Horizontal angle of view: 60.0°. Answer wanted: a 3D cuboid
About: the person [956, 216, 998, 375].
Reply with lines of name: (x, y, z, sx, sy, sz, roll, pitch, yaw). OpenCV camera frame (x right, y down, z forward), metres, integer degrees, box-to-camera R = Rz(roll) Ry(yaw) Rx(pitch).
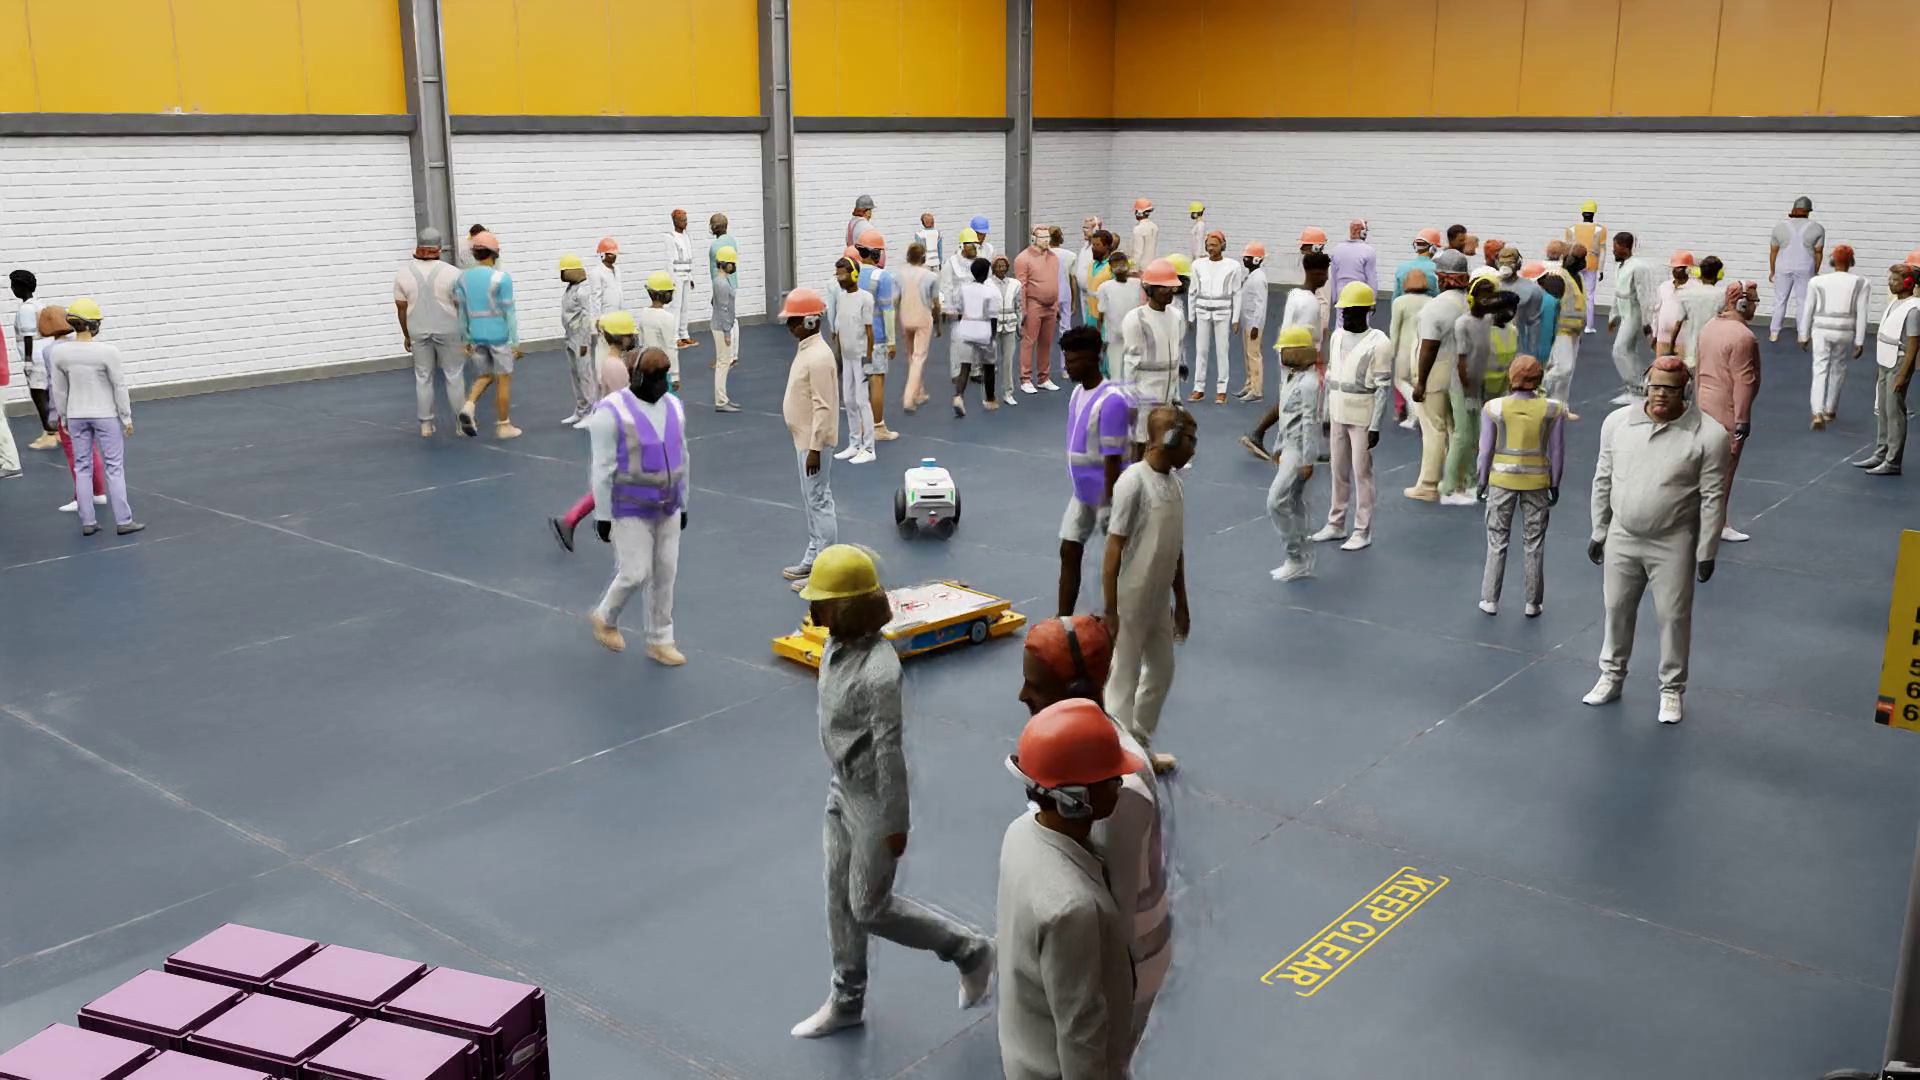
person: (0.219, -2.975, 20.283, 0.612, 1.936, 0.421, -13, 19, -41)

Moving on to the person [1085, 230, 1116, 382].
person: (1.536, -2.358, 17.847, 0.393, 1.920, 0.591, -8, 16, -28)

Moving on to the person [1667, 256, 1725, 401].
person: (6.826, -1.652, 15.194, 0.773, 1.842, 0.535, 11, 18, 38)

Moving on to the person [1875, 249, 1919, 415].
person: (9.912, -2.162, 17.408, 0.575, 1.746, 0.342, -7, 16, -27)

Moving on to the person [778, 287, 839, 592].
person: (-0.981, -0.660, 10.904, 0.380, 1.995, 0.608, -3, 14, -13)

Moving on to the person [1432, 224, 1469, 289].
person: (5.612, -2.652, 19.050, 0.600, 1.910, 0.461, -10, 17, -36)

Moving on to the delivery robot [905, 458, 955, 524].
delivery robot: (-0.230, -0.370, 12.475, 0.477, 0.478, 0.707, -1, 14, -5)

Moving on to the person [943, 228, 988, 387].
person: (0.091, -2.717, 19.445, 0.590, 1.837, 0.404, -8, 16, -29)

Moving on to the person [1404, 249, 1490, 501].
person: (3.914, -1.343, 13.540, 0.678, 2.000, 0.537, -9, 16, -31)

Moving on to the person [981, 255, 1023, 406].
person: (0.432, -2.276, 18.081, 0.525, 1.639, 0.307, -4, 15, -16)

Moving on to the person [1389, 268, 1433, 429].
person: (4.534, -1.877, 16.509, 0.524, 1.619, 0.511, -4, 15, -15)

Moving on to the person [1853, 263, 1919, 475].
person: (8.166, -1.486, 14.502, 0.380, 1.846, 0.570, 3, 14, 11)

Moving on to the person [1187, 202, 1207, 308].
person: (3.931, -4.723, 27.627, 0.339, 1.761, 0.524, 1, 14, 4)

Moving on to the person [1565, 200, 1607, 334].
person: (9.135, -3.991, 24.348, 0.584, 1.928, 0.374, 8, 16, 29)

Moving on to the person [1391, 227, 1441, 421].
person: (4.718, -2.190, 17.026, 0.402, 1.987, 0.622, -13, 19, -41)

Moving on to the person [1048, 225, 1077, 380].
person: (1.142, -2.832, 19.913, 0.501, 1.840, 0.349, 0, 14, -1)

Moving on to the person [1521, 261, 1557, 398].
person: (5.452, -1.782, 15.896, 0.348, 1.739, 0.572, 11, 18, 38)

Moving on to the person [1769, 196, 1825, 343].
person: (11.743, -3.809, 23.394, 0.682, 2.000, 0.536, 8, 16, 30)

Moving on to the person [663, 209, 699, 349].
person: (-3.826, -3.577, 22.787, 0.340, 1.882, 0.586, 5, 15, 20)

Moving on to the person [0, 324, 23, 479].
person: (-8.433, -1.407, 14.412, 0.353, 1.737, 0.575, -9, 17, -32)

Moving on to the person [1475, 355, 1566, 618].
person: (3.455, -0.327, 10.294, 0.514, 1.639, 0.310, 4, 15, 15)

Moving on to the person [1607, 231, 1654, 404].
person: (7.332, -2.410, 18.132, 0.553, 1.874, 0.610, 2, 14, 9)

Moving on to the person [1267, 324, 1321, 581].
person: (2.201, -0.579, 11.123, 0.443, 1.722, 0.509, 0, 14, -1)

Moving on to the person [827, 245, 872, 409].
person: (-1.135, -2.272, 17.830, 0.560, 1.753, 0.329, 4, 15, 15)

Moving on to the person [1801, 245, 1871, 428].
person: (8.834, -2.060, 16.842, 0.583, 1.841, 0.980, 7, 16, 26)

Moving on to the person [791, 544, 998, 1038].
person: (-0.239, 0.834, 5.493, 0.606, 1.730, 0.491, -6, 15, -23)

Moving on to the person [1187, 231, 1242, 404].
person: (2.775, -2.434, 18.216, 0.584, 1.882, 0.339, 6, 15, 23)

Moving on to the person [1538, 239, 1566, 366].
person: (7.375, -2.941, 20.805, 0.759, 1.611, 0.525, -14, 19, -43)

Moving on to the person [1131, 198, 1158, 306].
person: (2.597, -3.864, 23.708, 0.381, 1.994, 0.622, 8, 16, 30)

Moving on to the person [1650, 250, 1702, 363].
person: (7.383, -2.110, 17.185, 0.327, 1.752, 0.562, -9, 16, -31)

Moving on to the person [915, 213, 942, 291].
person: (-0.499, -4.350, 26.370, 0.518, 1.639, 0.312, -9, 17, -32)

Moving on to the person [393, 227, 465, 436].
person: (-5.146, -2.044, 16.343, 0.682, 2.000, 0.536, 0, 14, -2)

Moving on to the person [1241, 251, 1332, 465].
person: (2.960, -1.612, 14.856, 0.752, 1.940, 0.624, -2, 14, -6)

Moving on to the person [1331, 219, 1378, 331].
person: (4.770, -2.907, 20.064, 0.407, 1.908, 0.641, -12, 18, -40)

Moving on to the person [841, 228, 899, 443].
person: (-0.855, -1.959, 15.998, 0.615, 2.043, 0.373, 10, 17, 35)

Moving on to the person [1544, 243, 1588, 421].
person: (6.203, -2.130, 17.113, 0.468, 1.828, 0.656, 13, 19, 43)
